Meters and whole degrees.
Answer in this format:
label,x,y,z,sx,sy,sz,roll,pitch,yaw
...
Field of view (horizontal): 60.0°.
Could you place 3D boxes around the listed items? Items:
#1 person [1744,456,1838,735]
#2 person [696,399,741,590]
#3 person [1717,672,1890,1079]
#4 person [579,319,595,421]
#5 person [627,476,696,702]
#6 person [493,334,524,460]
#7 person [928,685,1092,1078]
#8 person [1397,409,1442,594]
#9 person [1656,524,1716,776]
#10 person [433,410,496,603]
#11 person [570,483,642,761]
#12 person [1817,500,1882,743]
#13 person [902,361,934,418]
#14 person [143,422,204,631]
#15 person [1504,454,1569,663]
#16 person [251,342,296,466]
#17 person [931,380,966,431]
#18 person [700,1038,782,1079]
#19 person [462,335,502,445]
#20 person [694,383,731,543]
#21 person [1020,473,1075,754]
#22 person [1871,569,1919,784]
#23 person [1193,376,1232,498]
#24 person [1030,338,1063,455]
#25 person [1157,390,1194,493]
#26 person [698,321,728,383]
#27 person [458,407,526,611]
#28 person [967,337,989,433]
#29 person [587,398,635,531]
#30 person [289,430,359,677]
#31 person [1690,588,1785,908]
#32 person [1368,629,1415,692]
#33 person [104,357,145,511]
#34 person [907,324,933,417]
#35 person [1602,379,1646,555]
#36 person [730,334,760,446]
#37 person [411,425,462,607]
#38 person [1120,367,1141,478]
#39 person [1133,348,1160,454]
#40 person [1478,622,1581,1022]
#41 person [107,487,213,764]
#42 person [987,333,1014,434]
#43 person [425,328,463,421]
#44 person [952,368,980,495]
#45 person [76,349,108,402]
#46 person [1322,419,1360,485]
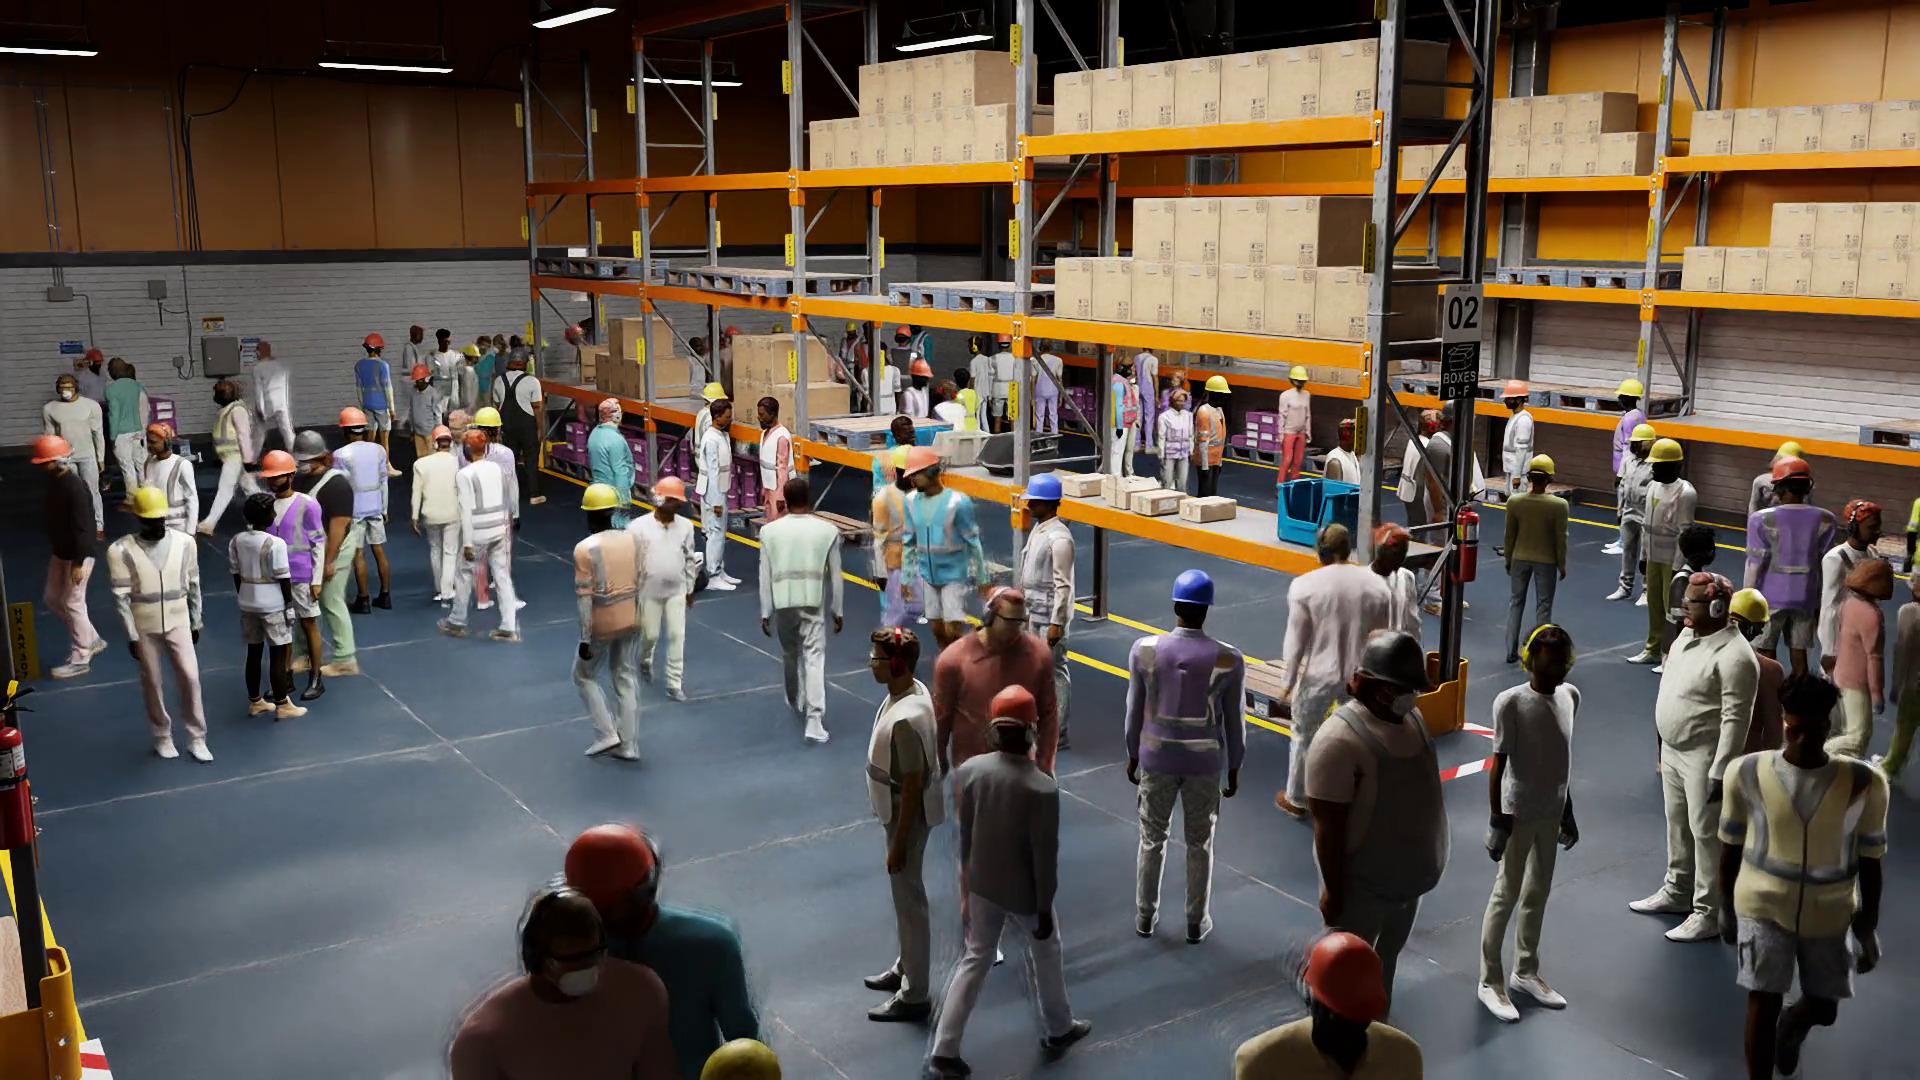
label,x,y,z,sx,sy,sz,roll,pitch,yaw
person,5.799,0.419,11.729,0.604,2.034,0.386,0,11,2
person,-2.414,-0.452,16.515,0.405,1.909,0.597,0,11,-2
person,3.358,1.445,6.694,0.610,1.946,0.755,4,12,21
person,-6.362,-2.832,28.636,0.375,1.933,0.625,-3,11,-14
person,-2.301,0.361,12.847,0.577,1.711,0.667,-6,12,-27
person,-6.866,-2.167,25.249,0.395,1.930,0.706,-8,14,-35
person,0.194,1.471,7.200,0.565,1.704,0.897,10,15,42
person,4.482,-0.372,16.279,0.379,1.840,0.576,0,11,1
person,4.807,0.731,10.990,0.320,1.697,0.531,7,13,32
person,-4.783,-0.368,16.245,0.656,1.853,0.986,8,14,36
person,-2.407,0.562,11.302,0.492,1.905,0.603,8,13,35
person,5.777,0.669,10.828,0.587,1.882,0.341,-9,14,-38
person,-0.533,-1.277,20.755,0.474,1.913,0.560,4,12,20
person,-7.035,-0.112,14.822,0.584,1.883,0.337,5,12,23
person,4.737,0.173,13.700,0.527,1.760,0.333,9,14,38
person,-10.191,-1.983,24.479,1.010,1.857,0.660,6,12,28
person,-0.160,-0.935,19.259,0.392,1.801,0.789,6,13,29
person,-0.555,2.057,4.122,0.494,1.730,0.324,3,12,16
person,-7.671,-2.376,26.627,0.647,1.810,0.398,2,11,11
person,-2.801,-0.872,18.882,0.404,1.824,0.598,-4,12,-18
person,0.600,0.499,11.530,0.389,1.949,0.604,-3,11,-14
person,6.110,0.911,10.447,0.512,1.542,0.986,2,11,9
person,2.845,-0.898,18.778,0.399,1.919,0.582,6,13,28
person,1.334,-2.216,25.694,0.514,1.846,0.337,0,11,-2
person,2.590,-0.998,20.032,0.514,1.625,0.324,-6,13,-29
person,-4.165,-2.824,28.303,0.695,2.000,1.001,2,11,11
person,-4.389,-0.282,15.585,0.585,1.927,0.366,2,11,12
person,0.273,-2.197,25.573,0.341,1.859,0.518,7,13,31
person,-3.413,-0.448,16.474,0.410,1.913,0.651,-8,13,-34
person,-5.198,0.090,13.393,0.698,2.000,0.547,6,13,29
person,4.084,1.123,8.813,0.328,1.767,0.532,-10,15,-41
person,2.160,1.249,8.482,0.307,1.643,0.514,5,12,26
person,-10.488,-1.330,20.924,0.355,1.936,0.633,2,11,10
person,-0.790,-3.162,30.586,0.637,1.833,0.429,10,15,41
person,7.292,-0.797,18.216,0.361,1.930,0.587,6,12,28
person,-3.499,-2.414,26.725,0.673,1.854,0.362,2,11,10
person,-4.946,-0.247,15.956,0.573,1.703,0.759,-2,11,-11
person,2.333,-1.615,23.194,0.288,1.623,0.507,11,15,44
person,2.906,-2.263,25.935,0.327,1.843,0.514,-9,14,-40
person,2.660,1.287,7.709,0.532,1.868,0.310,-5,12,-26
person,-5.357,0.589,11.191,0.583,1.898,0.734,-9,14,-38
person,0.680,-2.246,25.649,0.548,1.930,0.380,-1,11,-3
person,-8.043,-2.329,26.002,0.371,1.958,0.598,10,15,40
person,0.051,-1.435,22.089,0.320,1.692,0.531,8,14,36
person,-12.937,-1.996,24.856,0.487,1.732,0.588,4,12,19
person,3.531,-0.220,15.499,0.388,1.837,0.561,6,12,27
